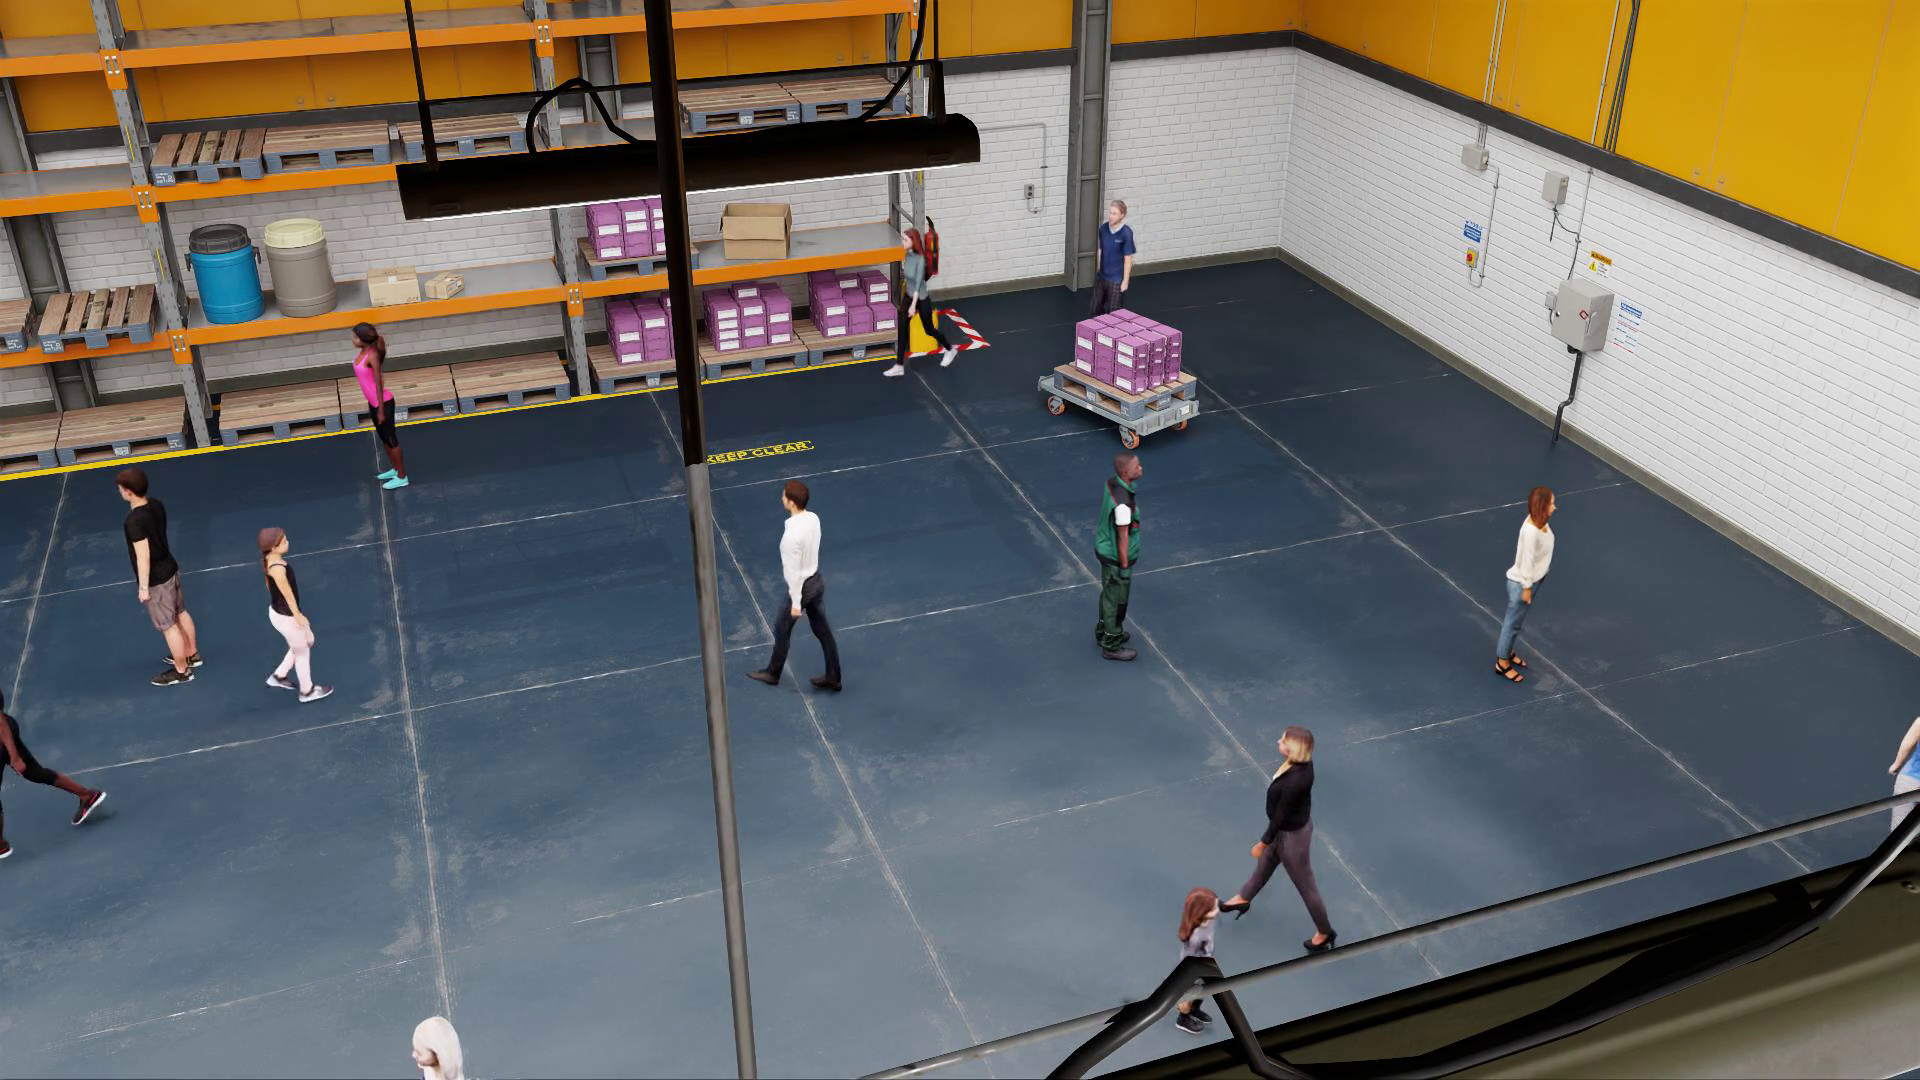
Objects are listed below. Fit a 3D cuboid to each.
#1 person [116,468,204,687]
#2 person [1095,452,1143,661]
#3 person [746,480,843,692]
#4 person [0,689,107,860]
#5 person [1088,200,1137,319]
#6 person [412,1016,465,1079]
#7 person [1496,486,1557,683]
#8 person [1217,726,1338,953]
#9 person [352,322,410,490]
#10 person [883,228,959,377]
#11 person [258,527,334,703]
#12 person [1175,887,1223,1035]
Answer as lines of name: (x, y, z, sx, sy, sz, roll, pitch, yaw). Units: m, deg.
person: (-6.416, 0.277, 13.308, 0.675, 1.860, 0.739, -3, 29, -5)
person: (1.297, 0.111, 13.635, 0.693, 1.838, 0.745, -3, 29, -5)
person: (-1.140, 0.415, 13.072, 1.148, 1.843, 1.066, 11, 30, 19)
person: (-6.481, 1.372, 11.448, 1.247, 1.718, 0.848, -20, 34, -32)
person: (1.838, -3.093, 19.488, 0.788, 1.857, 0.803, 23, 36, 36)
person: (-2.430, 3.035, 8.314, 0.764, 1.799, 0.747, -19, 34, -30)
person: (4.546, 0.324, 13.408, 0.757, 1.683, 0.691, 14, 32, 24)
person: (2.191, 1.933, 10.513, 1.122, 1.630, 0.989, 8, 30, 15)
person: (-5.711, -1.346, 16.428, 0.608, 1.721, 0.600, -18, 33, -30)
person: (-0.401, -2.685, 18.903, 1.210, 1.703, 0.737, -17, 33, -28)
person: (-5.322, 0.613, 13.014, 0.723, 1.552, 0.575, -16, 32, -27)
person: (1.383, 2.509, 10.011, 0.627, 1.099, 0.570, 12, 31, 20)
